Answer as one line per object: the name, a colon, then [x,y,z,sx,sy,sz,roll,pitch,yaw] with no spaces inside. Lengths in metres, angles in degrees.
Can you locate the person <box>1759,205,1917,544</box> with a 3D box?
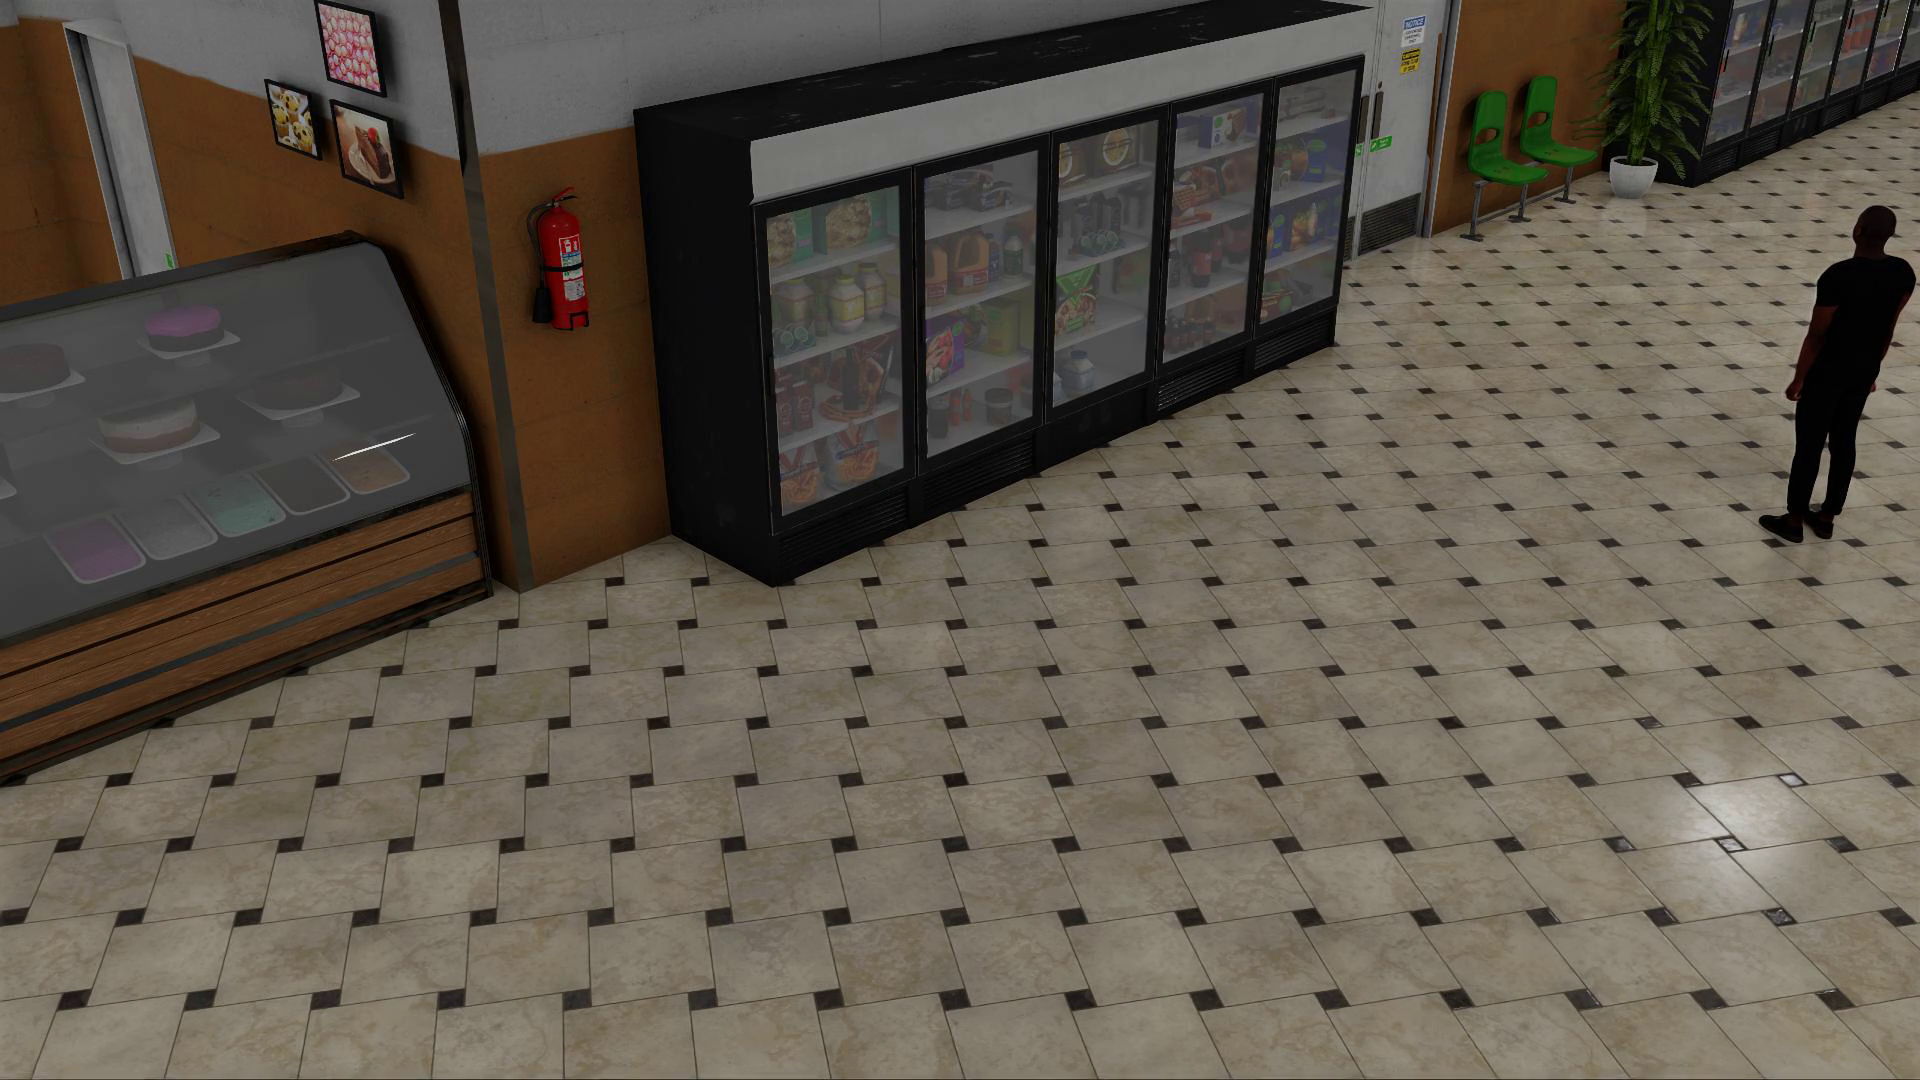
person: [4.604,-0.855,8.702,0.749,1.820,0.769,-4,27,-8]
